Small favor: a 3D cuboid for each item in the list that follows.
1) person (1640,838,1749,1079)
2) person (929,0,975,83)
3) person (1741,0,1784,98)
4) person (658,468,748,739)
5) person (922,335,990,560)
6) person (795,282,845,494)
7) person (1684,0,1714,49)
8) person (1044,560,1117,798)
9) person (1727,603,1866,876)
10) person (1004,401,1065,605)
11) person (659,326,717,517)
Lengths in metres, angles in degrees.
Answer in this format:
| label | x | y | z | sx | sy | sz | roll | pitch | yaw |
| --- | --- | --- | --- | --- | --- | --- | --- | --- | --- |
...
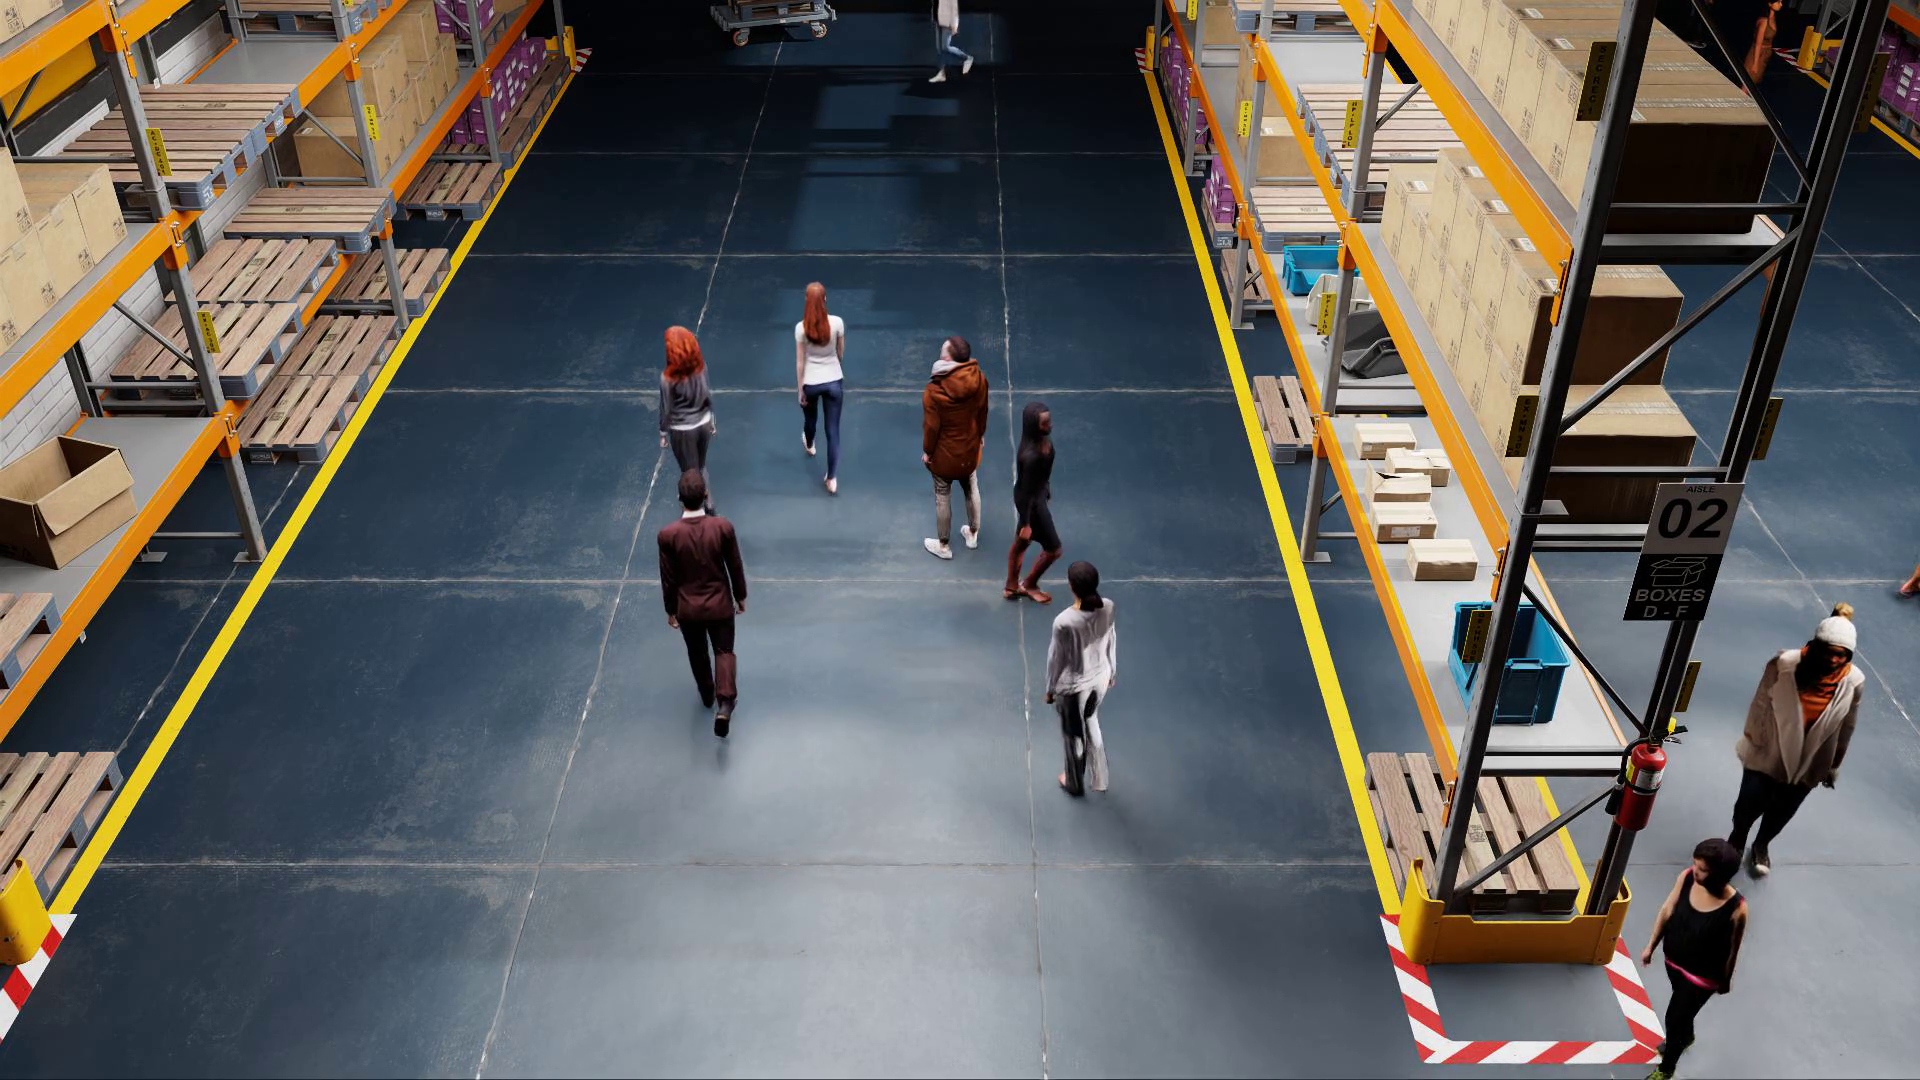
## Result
| label | x | y | z | sx | sy | sz | roll | pitch | yaw |
| --- | --- | --- | --- | --- | --- | --- | --- | --- | --- |
| person | 3.808 | 2.100 | 8.506 | 0.804 | 1.529 | 0.803 | -16 | 37 | -22 |
| person | -0.132 | -6.844 | 21.875 | 0.924 | 1.625 | 0.928 | -17 | 37 | -24 |
| person | 9.743 | -5.858 | 20.333 | 0.707 | 1.689 | 0.621 | 22 | 40 | 30 |
| person | -1.644 | 0.452 | 10.702 | 0.819 | 1.842 | 1.123 | -6 | 34 | -9 |
| person | -0.036 | -0.698 | 12.436 | 0.844 | 1.838 | 0.879 | -18 | 38 | -25 |
| person | -1.079 | -1.170 | 13.275 | 0.706 | 1.694 | 1.110 | -7 | 34 | -10 |
| person | 10.322 | -7.626 | 23.200 | 0.684 | 1.460 | 0.551 | -8 | 34 | -12 |
| person | 0.785 | 0.913 | 10.079 | 0.765 | 1.765 | 0.827 | -15 | 37 | -22 |
| person | 4.828 | 1.120 | 9.662 | 0.777 | 1.882 | 0.746 | 9 | 35 | 13 |
| person | 0.436 | -0.225 | 11.845 | 0.842 | 1.704 | 0.673 | 3 | 34 | 4 |
| person | -2.001 | -0.796 | 12.642 | 0.685 | 1.772 | 0.745 | -28 | 43 | -35 |
